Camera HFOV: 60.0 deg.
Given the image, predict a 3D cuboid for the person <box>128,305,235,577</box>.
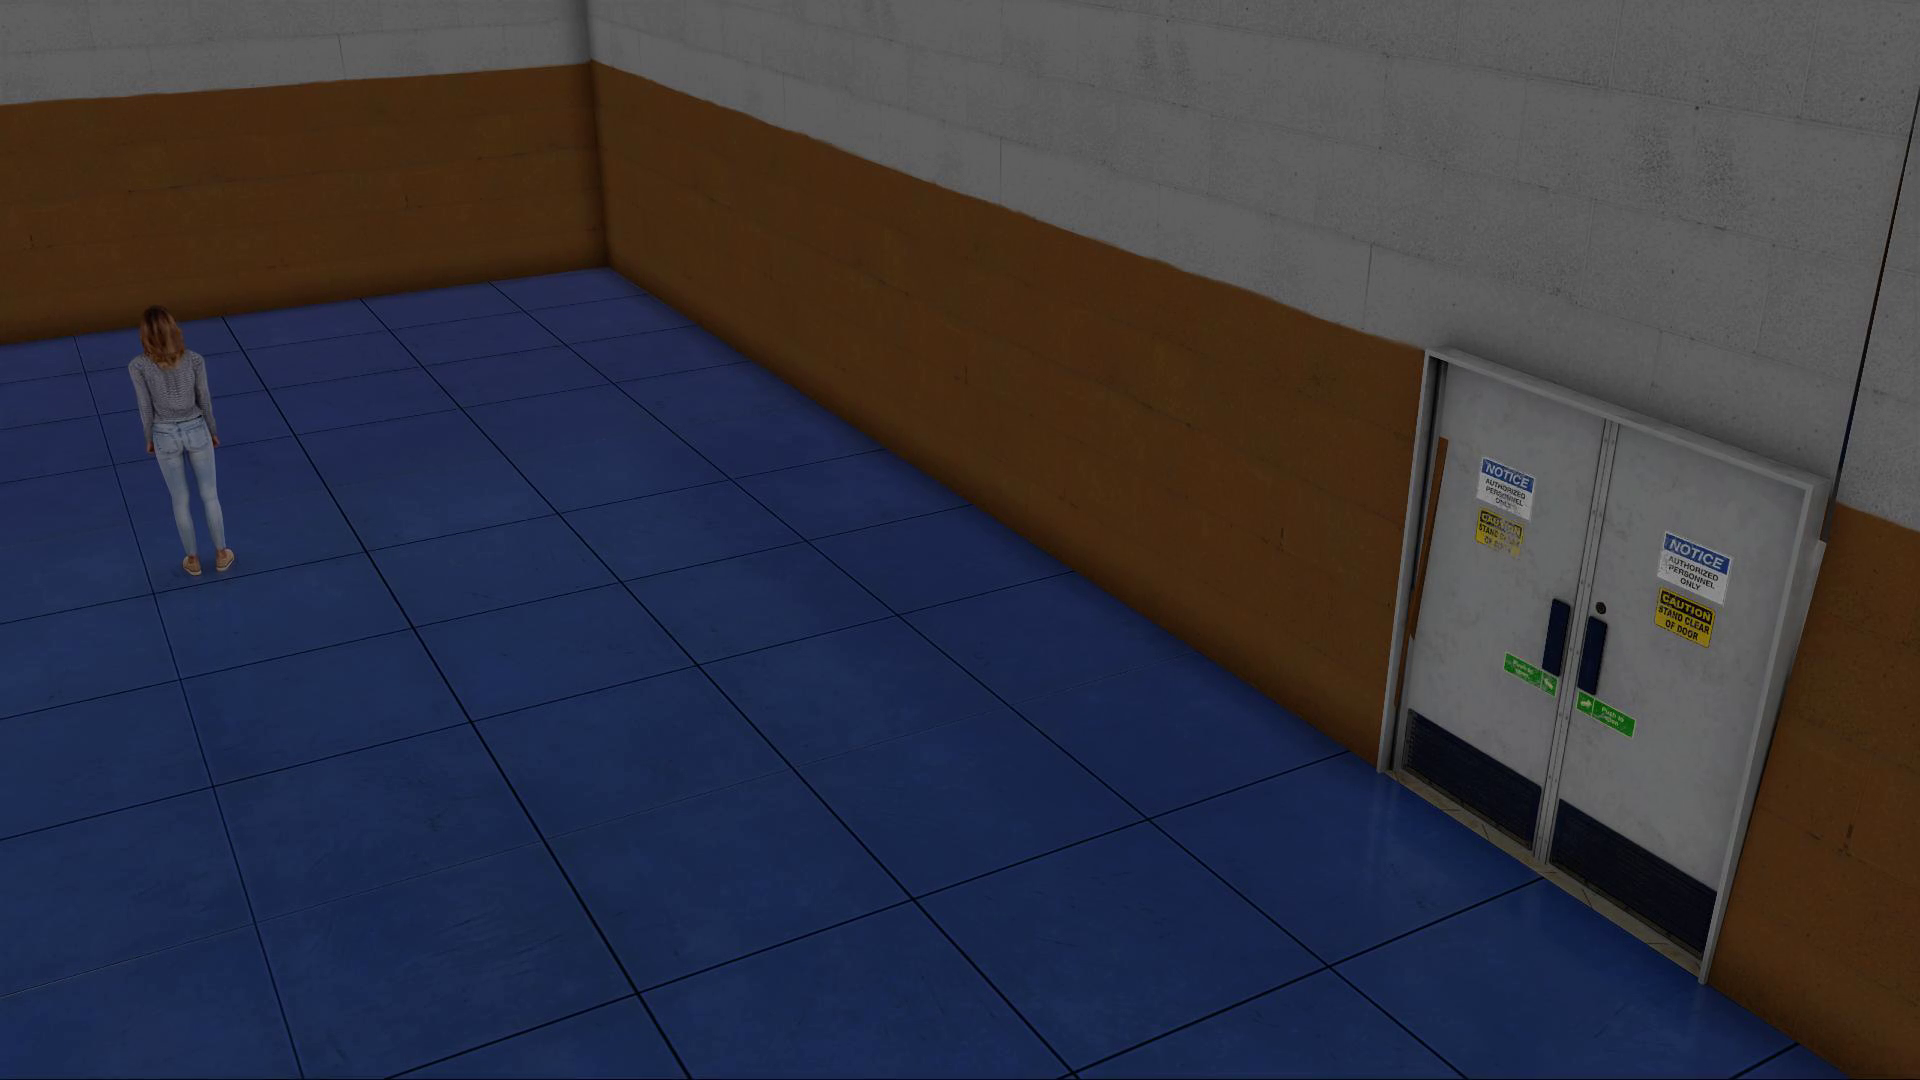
[{"bbox_3d":[-5.004,-0.639,10.700,0.453,1.796,0.656,-11,26,-24],"label":"person"}]
